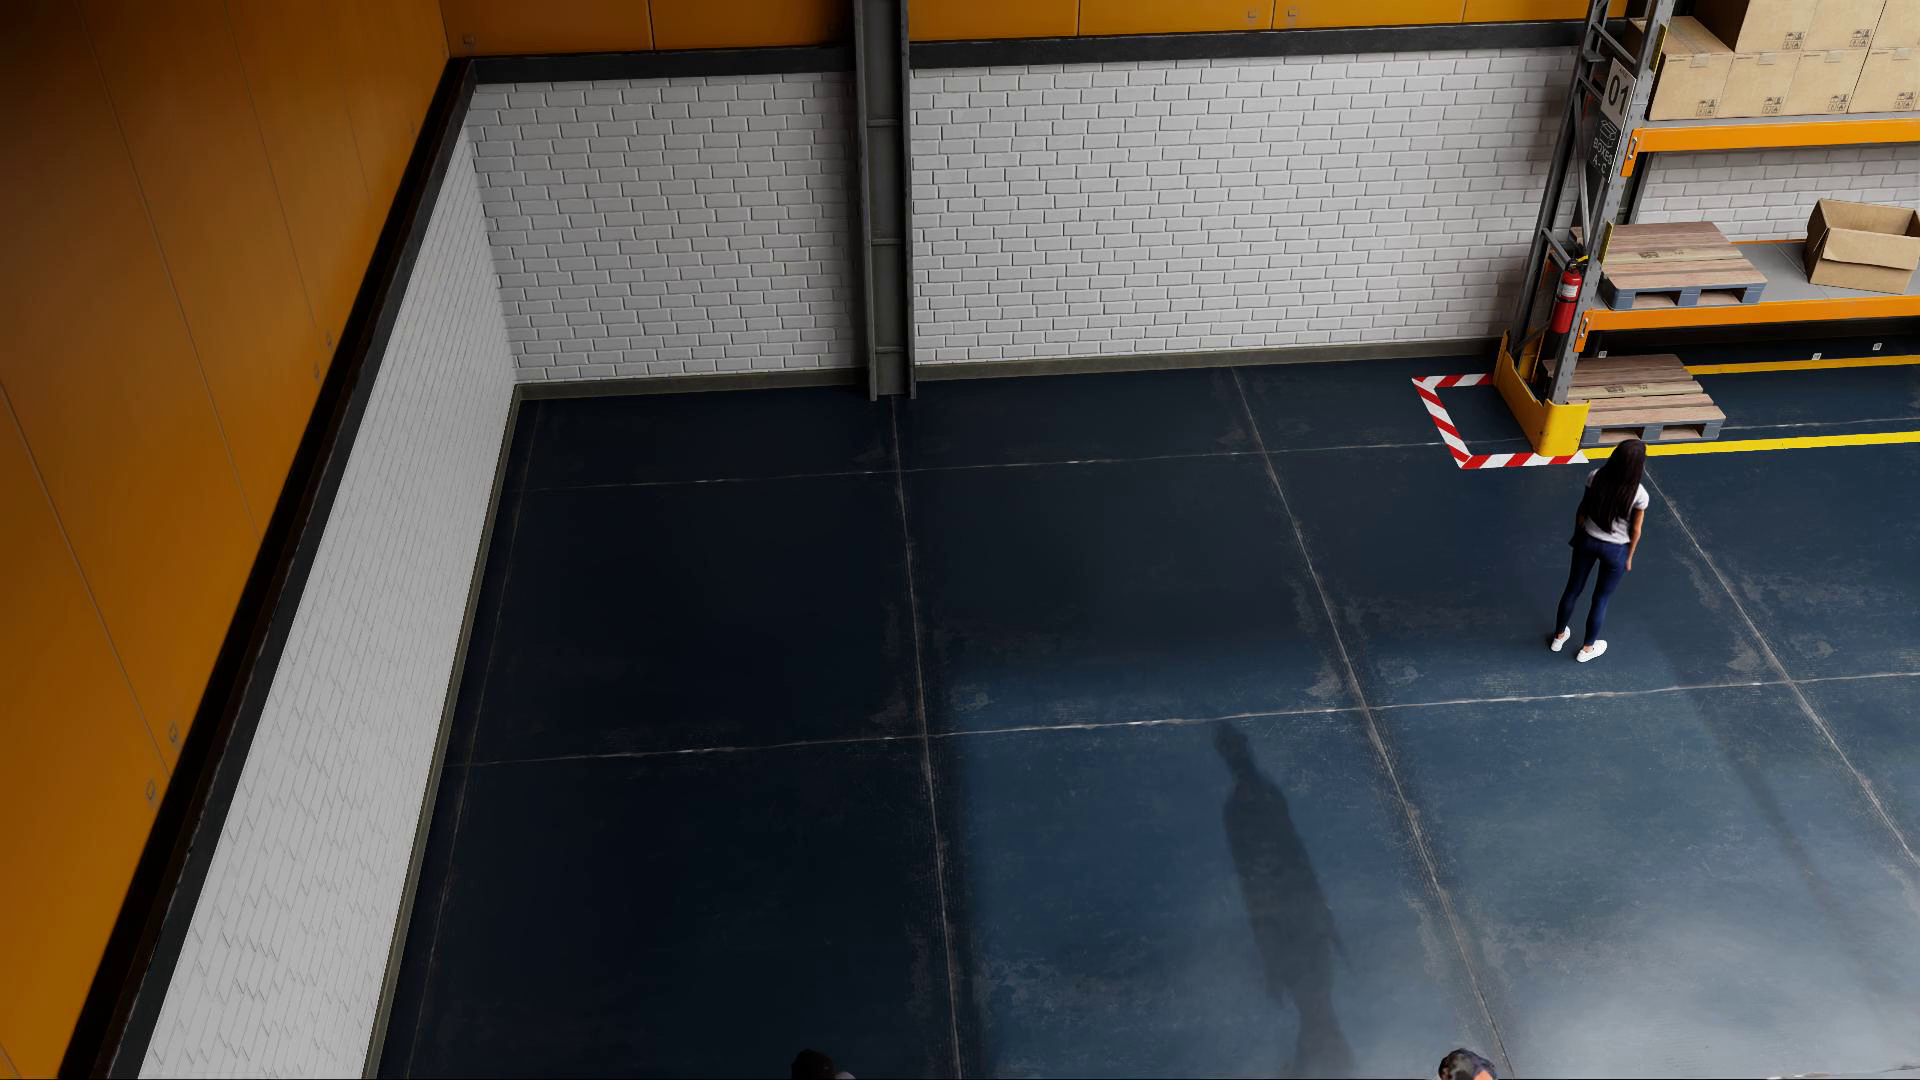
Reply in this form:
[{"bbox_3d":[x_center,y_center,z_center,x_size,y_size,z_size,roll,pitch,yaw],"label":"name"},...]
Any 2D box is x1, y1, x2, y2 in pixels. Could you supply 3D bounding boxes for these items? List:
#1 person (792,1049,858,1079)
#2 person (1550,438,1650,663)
[{"bbox_3d":[-0.632,2.905,7.672,0.725,1.761,0.703,19,42,22],"label":"person"},{"bbox_3d":[4.322,0.065,11.218,0.667,1.774,0.711,31,48,33],"label":"person"}]
